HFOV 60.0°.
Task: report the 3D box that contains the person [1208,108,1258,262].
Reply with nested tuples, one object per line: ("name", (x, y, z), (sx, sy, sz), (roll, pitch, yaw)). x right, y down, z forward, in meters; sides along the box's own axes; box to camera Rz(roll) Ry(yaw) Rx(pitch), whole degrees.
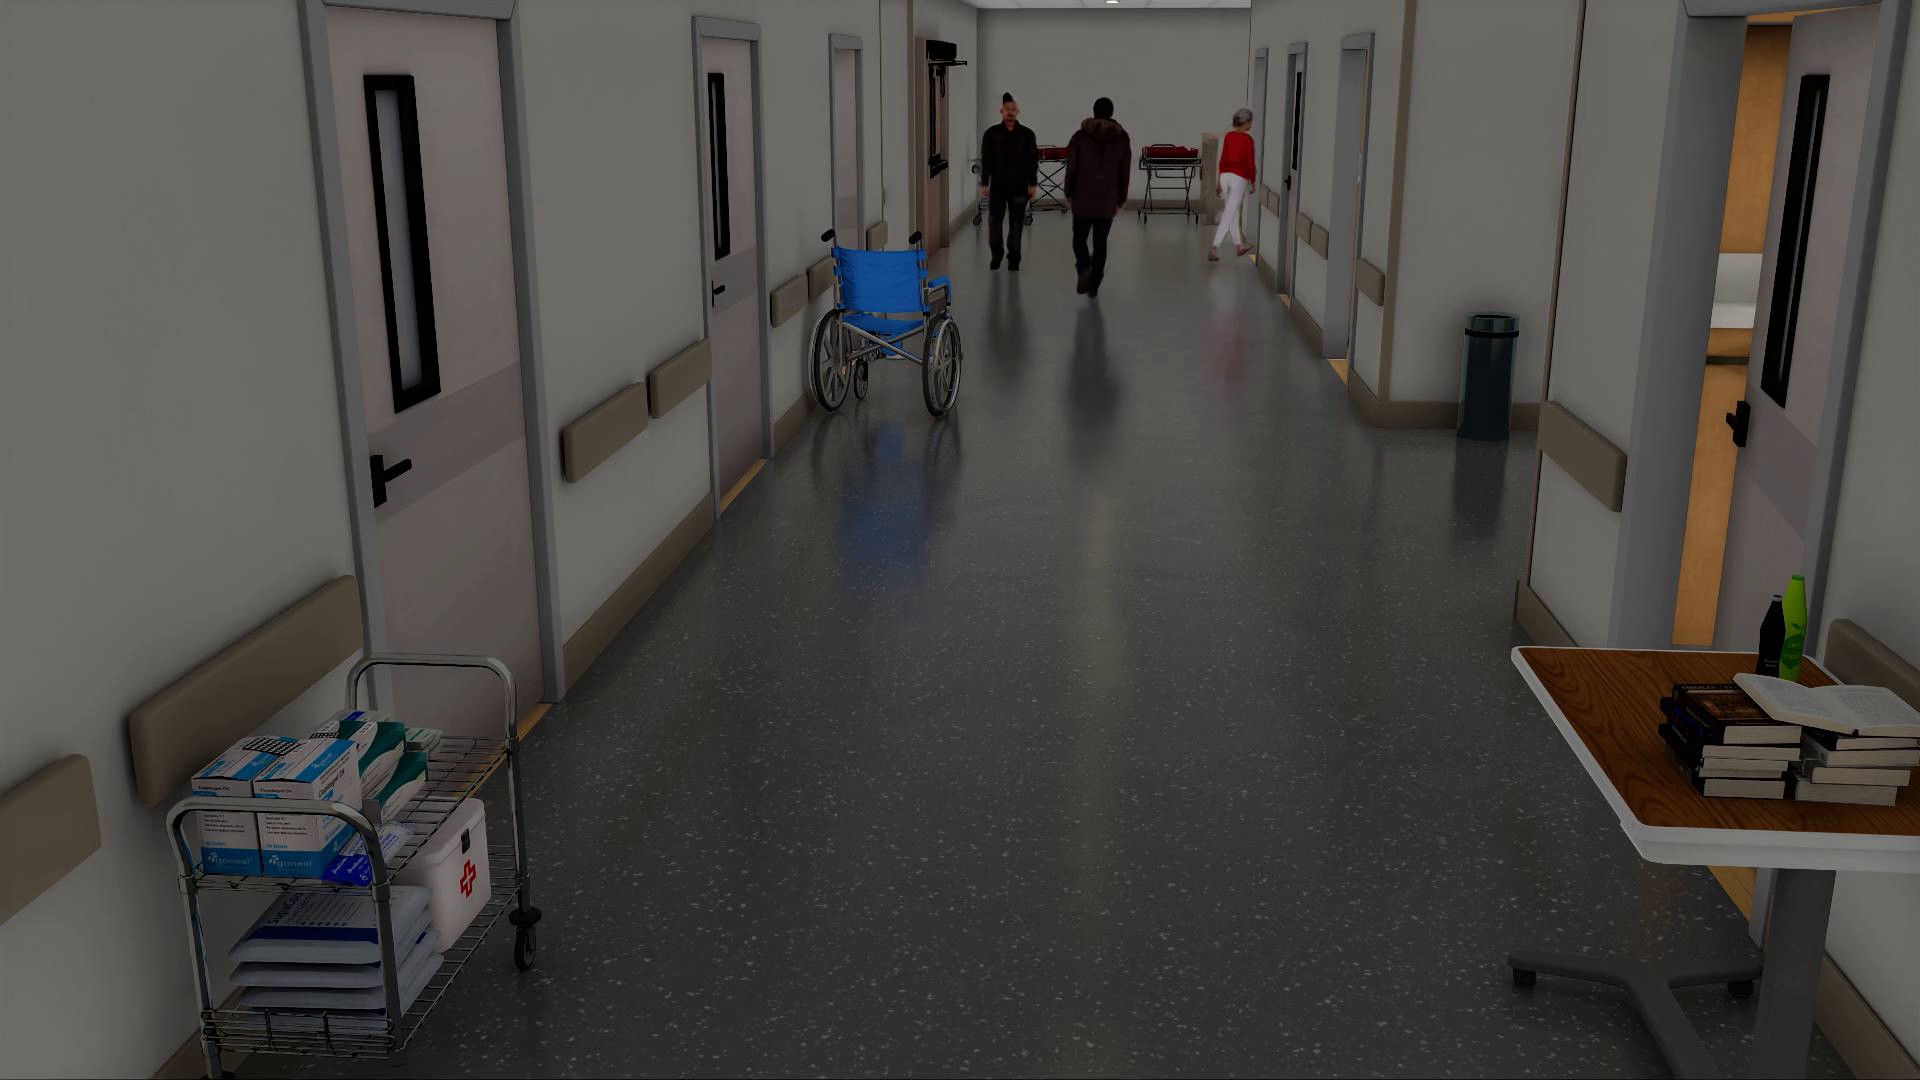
("person", (2.968, -3.864, 18.289), (1.009, 1.650, 1.106), (13, 21, 39))

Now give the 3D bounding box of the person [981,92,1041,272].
("person", (0.514, -3.797, 17.679), (0.786, 1.852, 0.673), (0, 16, 0))

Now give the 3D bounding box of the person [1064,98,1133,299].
("person", (1.273, -3.153, 15.441), (0.815, 1.826, 0.862), (-1, 16, -5))
